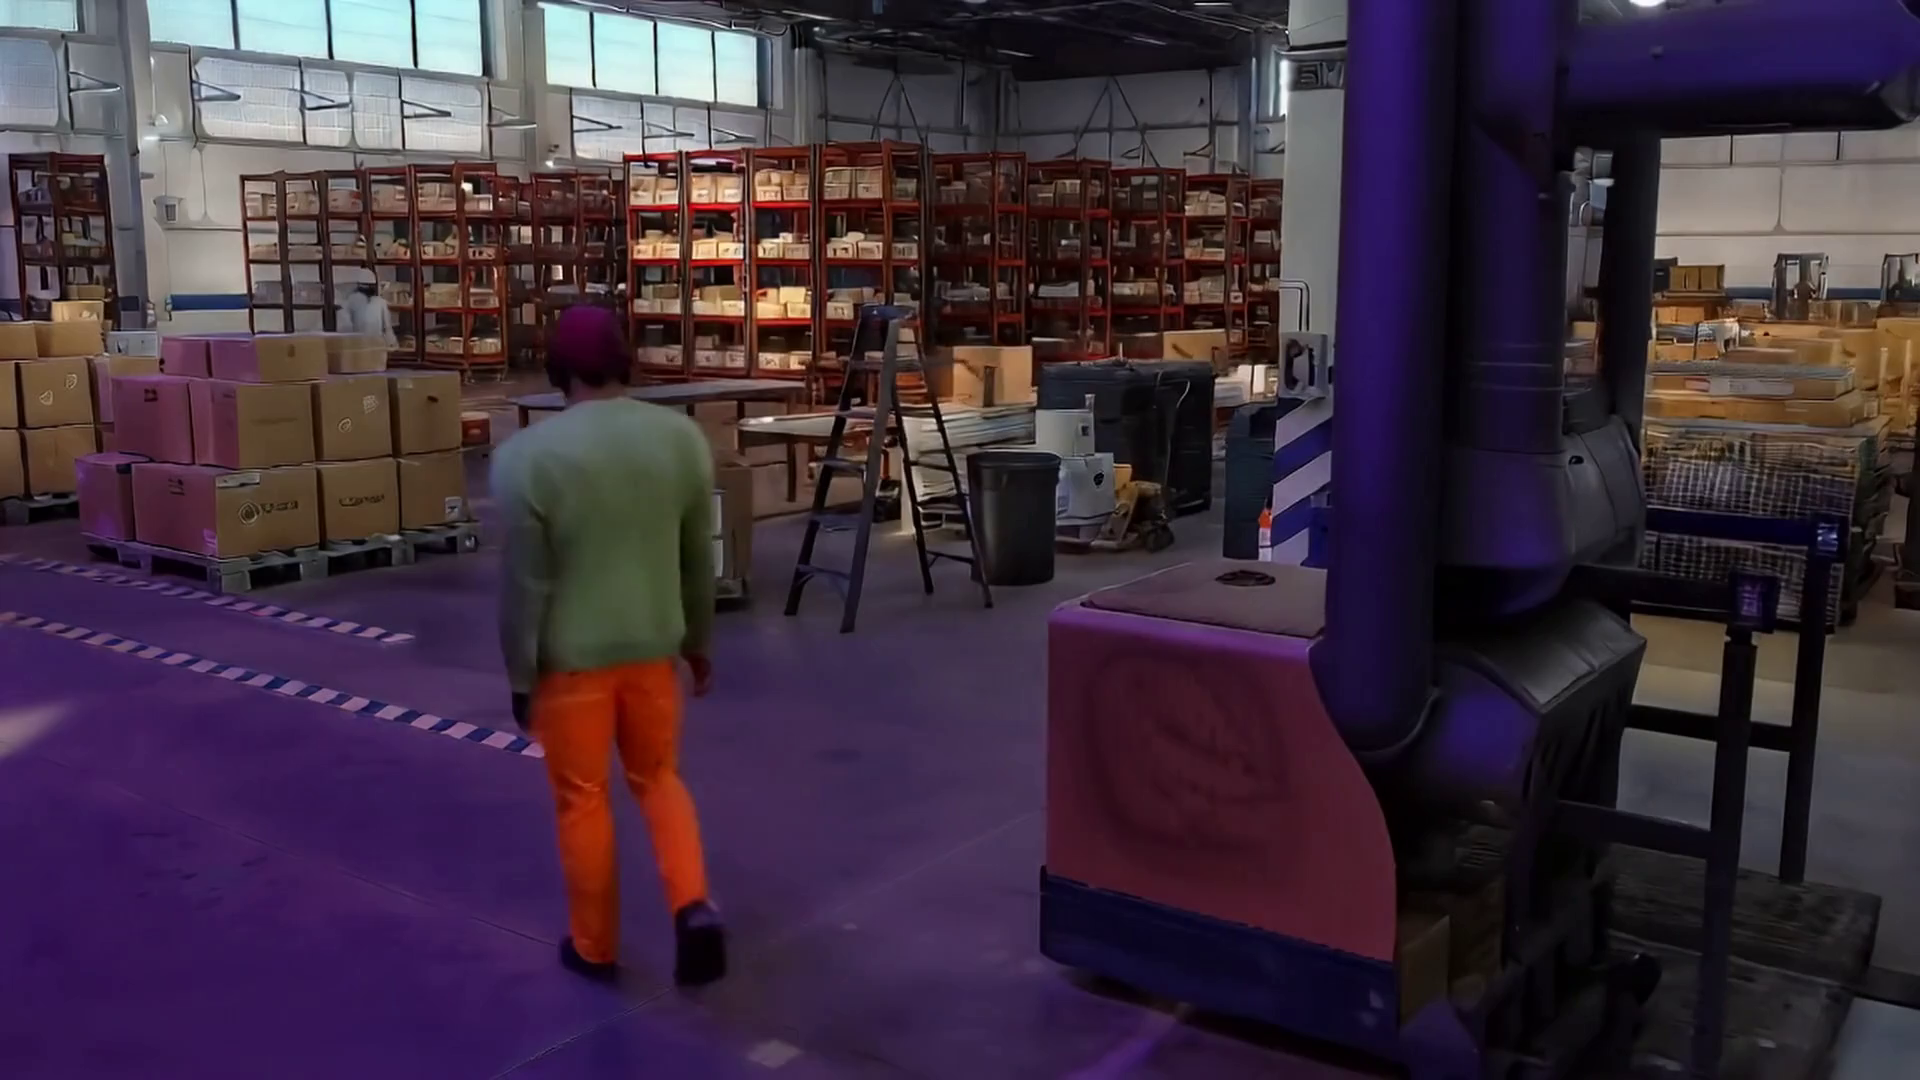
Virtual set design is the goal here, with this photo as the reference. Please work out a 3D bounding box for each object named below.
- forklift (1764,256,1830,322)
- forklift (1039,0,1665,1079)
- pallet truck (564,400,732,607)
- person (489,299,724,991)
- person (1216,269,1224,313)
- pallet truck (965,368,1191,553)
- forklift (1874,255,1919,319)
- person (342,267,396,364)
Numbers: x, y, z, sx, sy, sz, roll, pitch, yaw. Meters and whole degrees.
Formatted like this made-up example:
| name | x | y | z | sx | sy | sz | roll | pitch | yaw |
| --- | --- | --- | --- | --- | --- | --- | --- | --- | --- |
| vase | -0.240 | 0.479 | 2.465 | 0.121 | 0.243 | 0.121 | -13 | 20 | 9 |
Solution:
| name | x | y | z | sx | sy | sz | roll | pitch | yaw |
| --- | --- | --- | --- | --- | --- | --- | --- | --- | --- |
| forklift | 20.253 | -5.854 | 40.139 | 1.157 | 1.987 | 2.680 | 7 | 12 | 35 |
| forklift | 1.249 | -0.137 | 4.360 | 1.873 | 2.768 | 1.129 | 7 | 12 | 35 |
| pallet truck | -1.981 | -0.274 | 10.088 | 0.680 | 1.201 | 1.601 | -5 | 11 | -28 |
| person | -0.920 | 0.322 | 4.476 | 0.645 | 1.925 | 0.614 | -7 | 12 | -35 |
| person | 7.434 | -6.743 | 46.973 | 0.572 | 1.791 | 0.986 | 4 | 10 | 23 |
| pallet truck | 0.845 | -0.609 | 11.869 | 1.630 | 1.274 | 0.653 | 7 | 12 | 35 |
| forklift | 22.089 | -5.634 | 38.796 | 1.157 | 1.987 | 2.680 | 6 | 11 | 33 |
| person | -7.286 | -2.352 | 20.339 | 0.945 | 1.960 | 0.609 | 6 | 12 | 34 |
